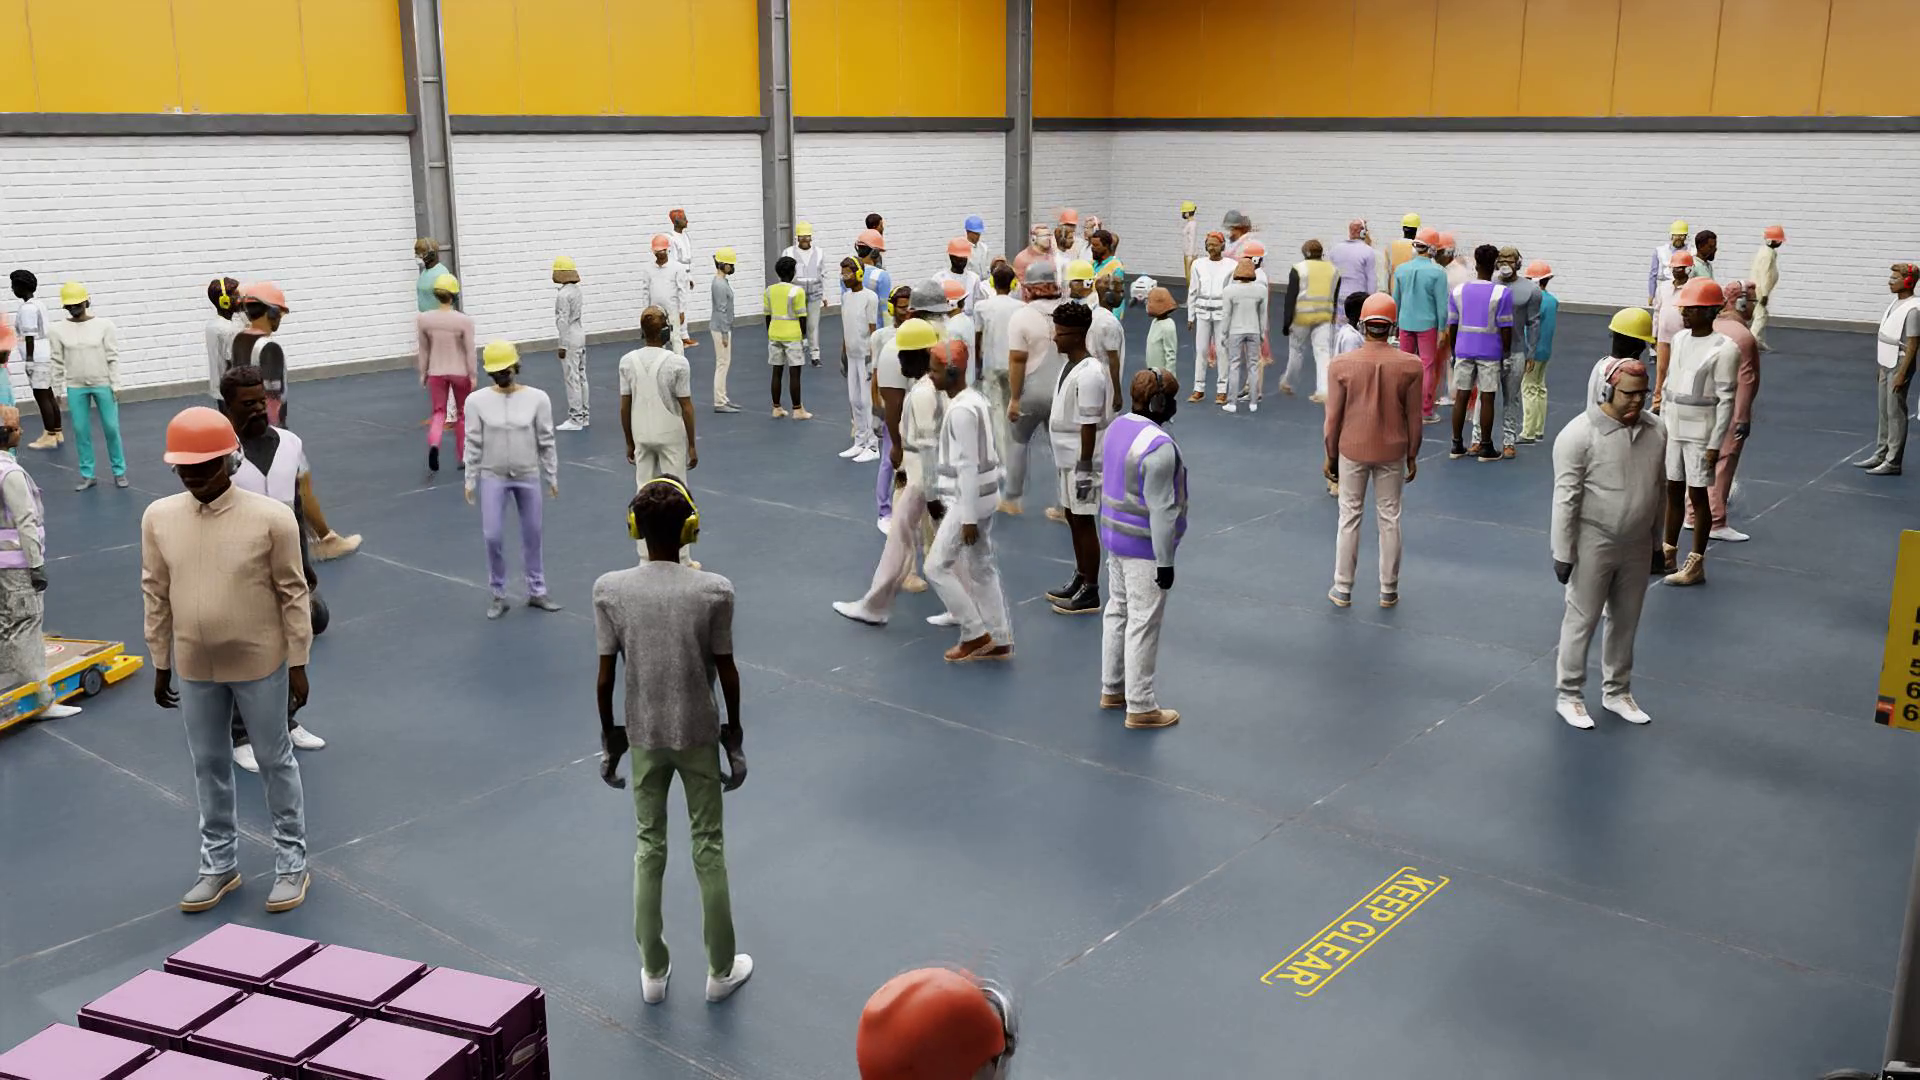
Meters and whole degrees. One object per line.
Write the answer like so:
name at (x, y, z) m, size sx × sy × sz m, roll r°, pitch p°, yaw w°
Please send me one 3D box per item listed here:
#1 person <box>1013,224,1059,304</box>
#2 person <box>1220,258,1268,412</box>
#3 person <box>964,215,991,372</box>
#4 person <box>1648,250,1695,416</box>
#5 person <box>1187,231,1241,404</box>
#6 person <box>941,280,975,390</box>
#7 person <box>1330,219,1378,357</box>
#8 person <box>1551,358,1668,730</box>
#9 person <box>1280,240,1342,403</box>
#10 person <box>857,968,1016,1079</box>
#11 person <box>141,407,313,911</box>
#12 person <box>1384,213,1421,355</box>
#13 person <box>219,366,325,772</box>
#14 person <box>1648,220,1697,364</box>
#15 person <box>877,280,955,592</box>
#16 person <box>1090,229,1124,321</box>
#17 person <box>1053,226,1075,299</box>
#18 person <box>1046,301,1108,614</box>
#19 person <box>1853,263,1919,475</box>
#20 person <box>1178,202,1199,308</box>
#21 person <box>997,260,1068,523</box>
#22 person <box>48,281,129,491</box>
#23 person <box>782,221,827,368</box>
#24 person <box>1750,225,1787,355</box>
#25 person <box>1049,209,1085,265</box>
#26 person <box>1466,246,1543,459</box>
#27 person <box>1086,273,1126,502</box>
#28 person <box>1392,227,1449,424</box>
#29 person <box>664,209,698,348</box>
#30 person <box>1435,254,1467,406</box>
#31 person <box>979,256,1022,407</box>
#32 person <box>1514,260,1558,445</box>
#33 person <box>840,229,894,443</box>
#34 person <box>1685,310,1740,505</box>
person at (0.909, -2.638, 18.976) m, size 0.650 × 1.912 × 0.409 m, roll -12°, pitch 18°, yaw -40°
person at (3.015, -2.176, 17.696) m, size 0.499 × 1.633 × 0.286 m, roll -2°, pitch 14°, yaw -7°
person at (0.151, -2.993, 20.359) m, size 0.419 × 1.933 × 0.618 m, roll 13°, pitch 19°, yaw 43°
person at (7.380, -2.109, 17.182) m, size 0.330 × 1.753 × 0.561 m, roll -8°, pitch 16°, yaw -30°
person at (2.773, -2.435, 18.221) m, size 0.585 × 1.882 × 0.344 m, roll 6°, pitch 15°, yaw 22°
person at (-0.052, -1.316, 14.036) m, size 0.348 × 1.743 × 0.565 m, roll 2°, pitch 14°, yaw 10°
person at (4.767, -2.908, 20.065) m, size 0.410 × 1.909 × 0.643 m, roll -12°, pitch 18°, yaw -40°
person at (3.280, 0.022, 8.390) m, size 0.658 × 1.893 × 0.400 m, roll -5°, pitch 15°, yaw -18°
person at (3.867, -2.430, 18.441) m, size 0.693 × 1.764 × 0.999 m, roll -2°, pitch 14°, yaw -9°
person at (0.053, 1.504, 2.803) m, size 0.650 × 1.715 × 0.417 m, roll 6°, pitch 15°, yaw 24°
person at (-2.813, 0.469, 6.395) m, size 0.623 × 1.991 × 0.390 m, roll 0°, pitch 14°, yaw 0°
person at (5.606, -3.131, 20.914) m, size 0.586 × 1.928 × 0.364 m, roll 12°, pitch 18°, yaw 39°
person at (-3.360, 0.121, 7.939) m, size 0.399 × 1.920 × 0.589 m, roll 8°, pitch 16°, yaw 30°
person at (9.067, -3.139, 21.138) m, size 0.603 × 1.830 × 0.404 m, roll 3°, pitch 14°, yaw 13°
person at (-0.182, -0.691, 10.937) m, size 0.537 × 2.000 × 0.689 m, roll 12°, pitch 18°, yaw 39°
person at (1.535, -2.358, 17.843) m, size 0.391 × 1.920 × 0.587 m, roll -7°, pitch 16°, yaw -27°
person at (1.198, -2.825, 19.883) m, size 0.341 × 1.840 × 0.504 m, roll 1°, pitch 14°, yaw 2°
person at (0.733, -0.514, 10.409) m, size 0.373 × 1.958 × 0.599 m, roll -3°, pitch 14°, yaw -11°
person at (8.171, -1.484, 14.498) m, size 0.390 × 1.846 × 0.564 m, roll 3°, pitch 14°, yaw 11°
person at (3.799, -4.742, 27.700) m, size 0.339 × 1.761 × 0.524 m, roll 0°, pitch 14°, yaw 0°
person at (0.590, -1.167, 12.836) m, size 0.720 × 2.000 × 0.817 m, roll -9°, pitch 16°, yaw -31°
person at (-7.265, -1.275, 13.861) m, size 0.527 × 1.757 × 0.356 m, roll -5°, pitch 15°, yaw -18°
person at (-1.941, -3.065, 20.842) m, size 0.586 × 1.833 × 0.403 m, roll -4°, pitch 15°, yaw -16°
person at (10.687, -3.316, 22.072) m, size 0.365 × 1.732 × 0.633 m, roll 6°, pitch 15°, yaw 22°
person at (1.334, -3.389, 21.941) m, size 0.628 × 1.941 × 1.069 m, roll -9°, pitch 17°, yaw -32°
person at (4.959, -1.715, 15.234) m, size 0.635 × 1.938 × 0.361 m, roll 6°, pitch 15°, yaw 21°
person at (1.185, -1.232, 13.497) m, size 0.340 × 1.844 × 0.512 m, roll -5°, pitch 15°, yaw -20°
person at (4.709, -2.189, 17.012) m, size 0.386 × 1.992 × 0.624 m, roll -13°, pitch 19°, yaw -41°
person at (-3.833, -3.577, 22.783) m, size 0.346 × 1.883 × 0.584 m, roll 5°, pitch 15°, yaw 19°
person at (5.367, -2.278, 18.089) m, size 0.311 × 1.638 × 0.523 m, roll 6°, pitch 15°, yaw 23°
person at (0.425, -2.255, 18.018) m, size 0.520 × 1.632 × 0.313 m, roll -2°, pitch 14°, yaw -7°
person at (5.464, -1.785, 15.889) m, size 0.334 × 1.749 × 0.576 m, roll 11°, pitch 18°, yaw 38°
person at (-0.859, -1.956, 15.999) m, size 0.607 × 2.038 × 0.387 m, roll 10°, pitch 17°, yaw 35°
person at (6.030, -1.105, 13.232) m, size 0.495 × 1.721 × 0.628 m, roll -7°, pitch 16°, yaw -26°
